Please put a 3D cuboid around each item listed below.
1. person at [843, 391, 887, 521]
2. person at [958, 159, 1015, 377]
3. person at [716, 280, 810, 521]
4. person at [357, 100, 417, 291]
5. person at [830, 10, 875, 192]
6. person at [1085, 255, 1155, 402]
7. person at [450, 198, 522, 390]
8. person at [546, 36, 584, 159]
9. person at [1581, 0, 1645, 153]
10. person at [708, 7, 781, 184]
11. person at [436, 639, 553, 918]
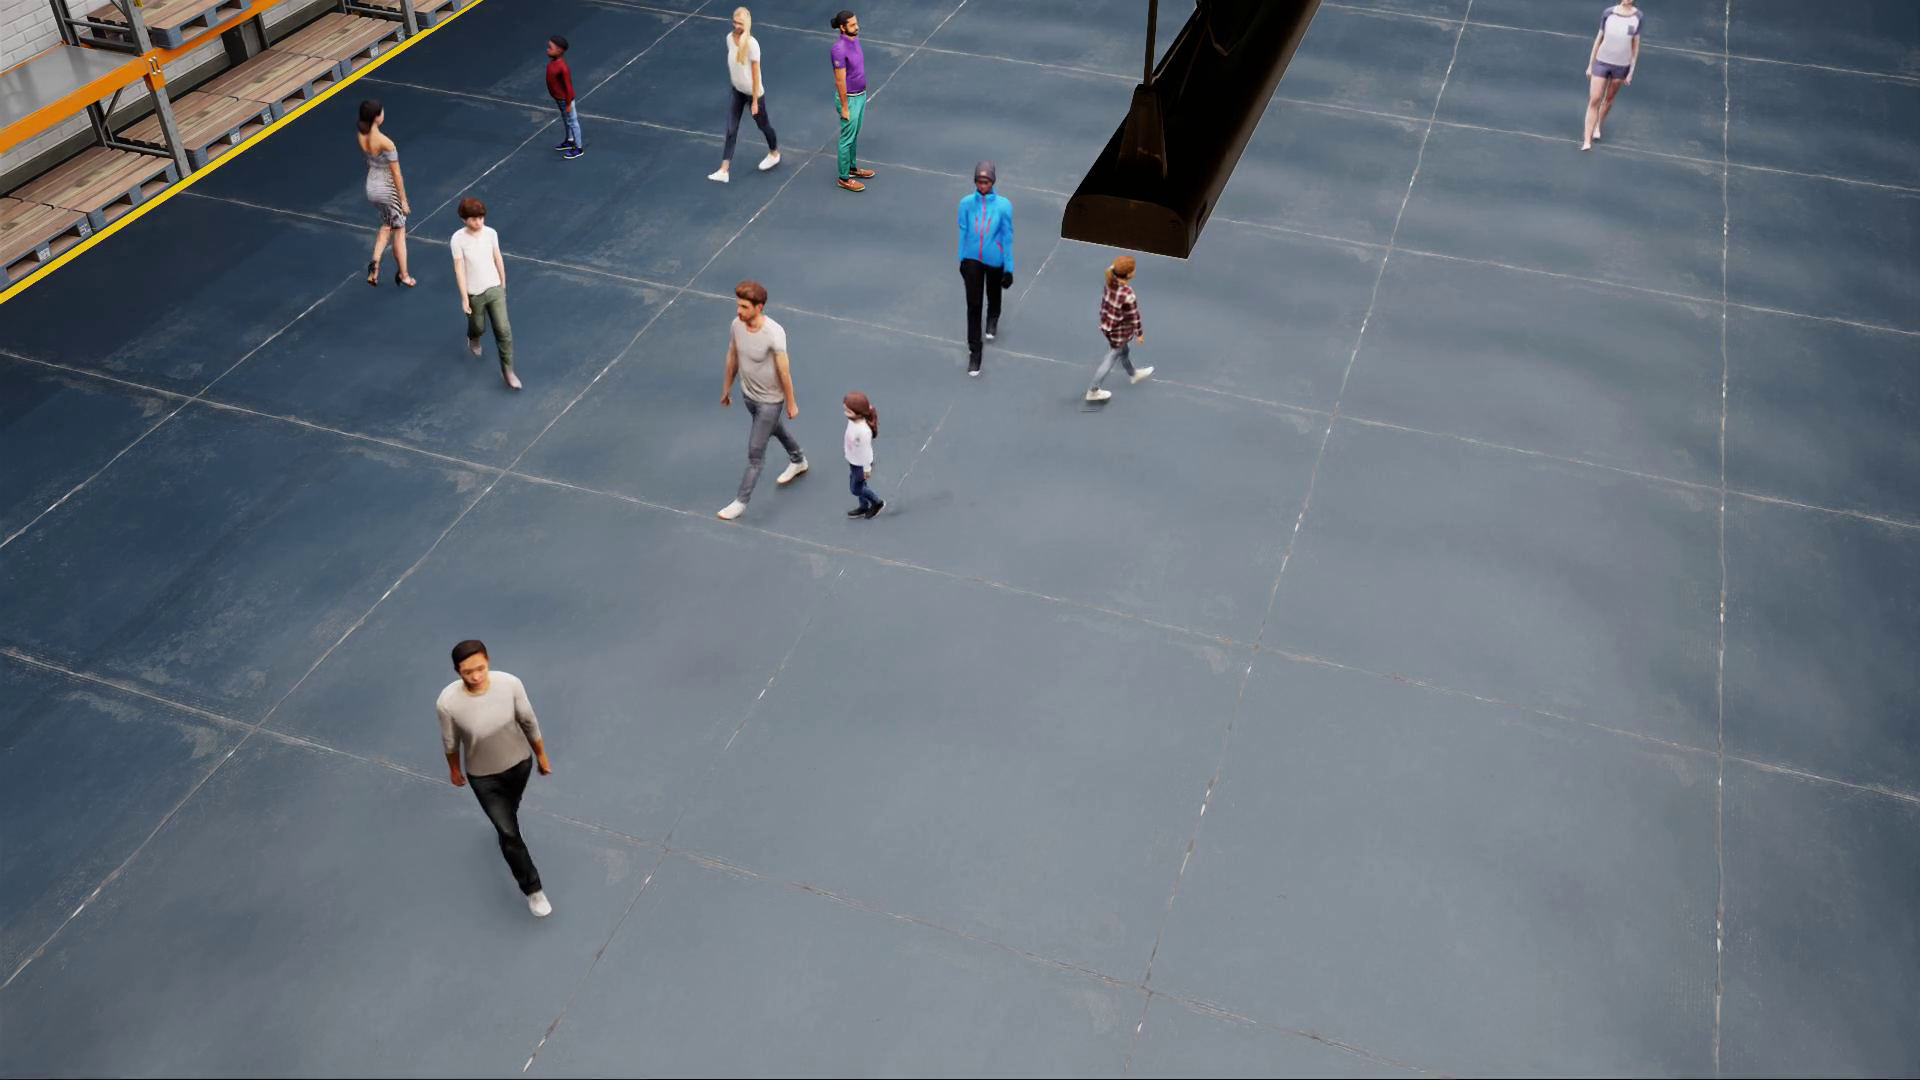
[{"bbox_3d":[-0.688,-0.625,12.232,0.611,1.108,0.548,-12,40,-15],"label":"person"},{"bbox_3d":[0.231,-2.357,13.884,0.828,1.752,1.215,4,39,5],"label":"person"},{"bbox_3d":[-1.384,-1.089,12.226,0.999,1.840,1.307,29,47,31],"label":"person"},{"bbox_3d":[-5.122,-2.959,14.594,0.705,1.807,0.825,22,43,25],"label":"person"},{"bbox_3d":[-1.091,-4.343,16.358,0.690,1.768,0.523,10,40,12],"label":"person"},{"bbox_3d":[1.219,-1.681,13.426,0.956,1.268,0.894,-16,41,-20],"label":"person"},{"bbox_3d":[-3.936,-2.054,13.600,1.027,1.633,1.030,-21,43,-24],"label":"person"},{"bbox_3d":[-4.051,-4.558,17.037,0.642,1.256,0.590,-19,42,-22],"label":"person"},{"bbox_3d":[6.707,-4.907,17.096,0.631,1.728,1.081,10,40,12],"label":"person"},{"bbox_3d":[-2.019,-4.417,16.458,0.895,1.759,1.236,30,47,32],"label":"person"},{"bbox_3d":[-2.635,1.205,9.412,1.174,1.767,1.180,-20,43,-23],"label":"person"}]
